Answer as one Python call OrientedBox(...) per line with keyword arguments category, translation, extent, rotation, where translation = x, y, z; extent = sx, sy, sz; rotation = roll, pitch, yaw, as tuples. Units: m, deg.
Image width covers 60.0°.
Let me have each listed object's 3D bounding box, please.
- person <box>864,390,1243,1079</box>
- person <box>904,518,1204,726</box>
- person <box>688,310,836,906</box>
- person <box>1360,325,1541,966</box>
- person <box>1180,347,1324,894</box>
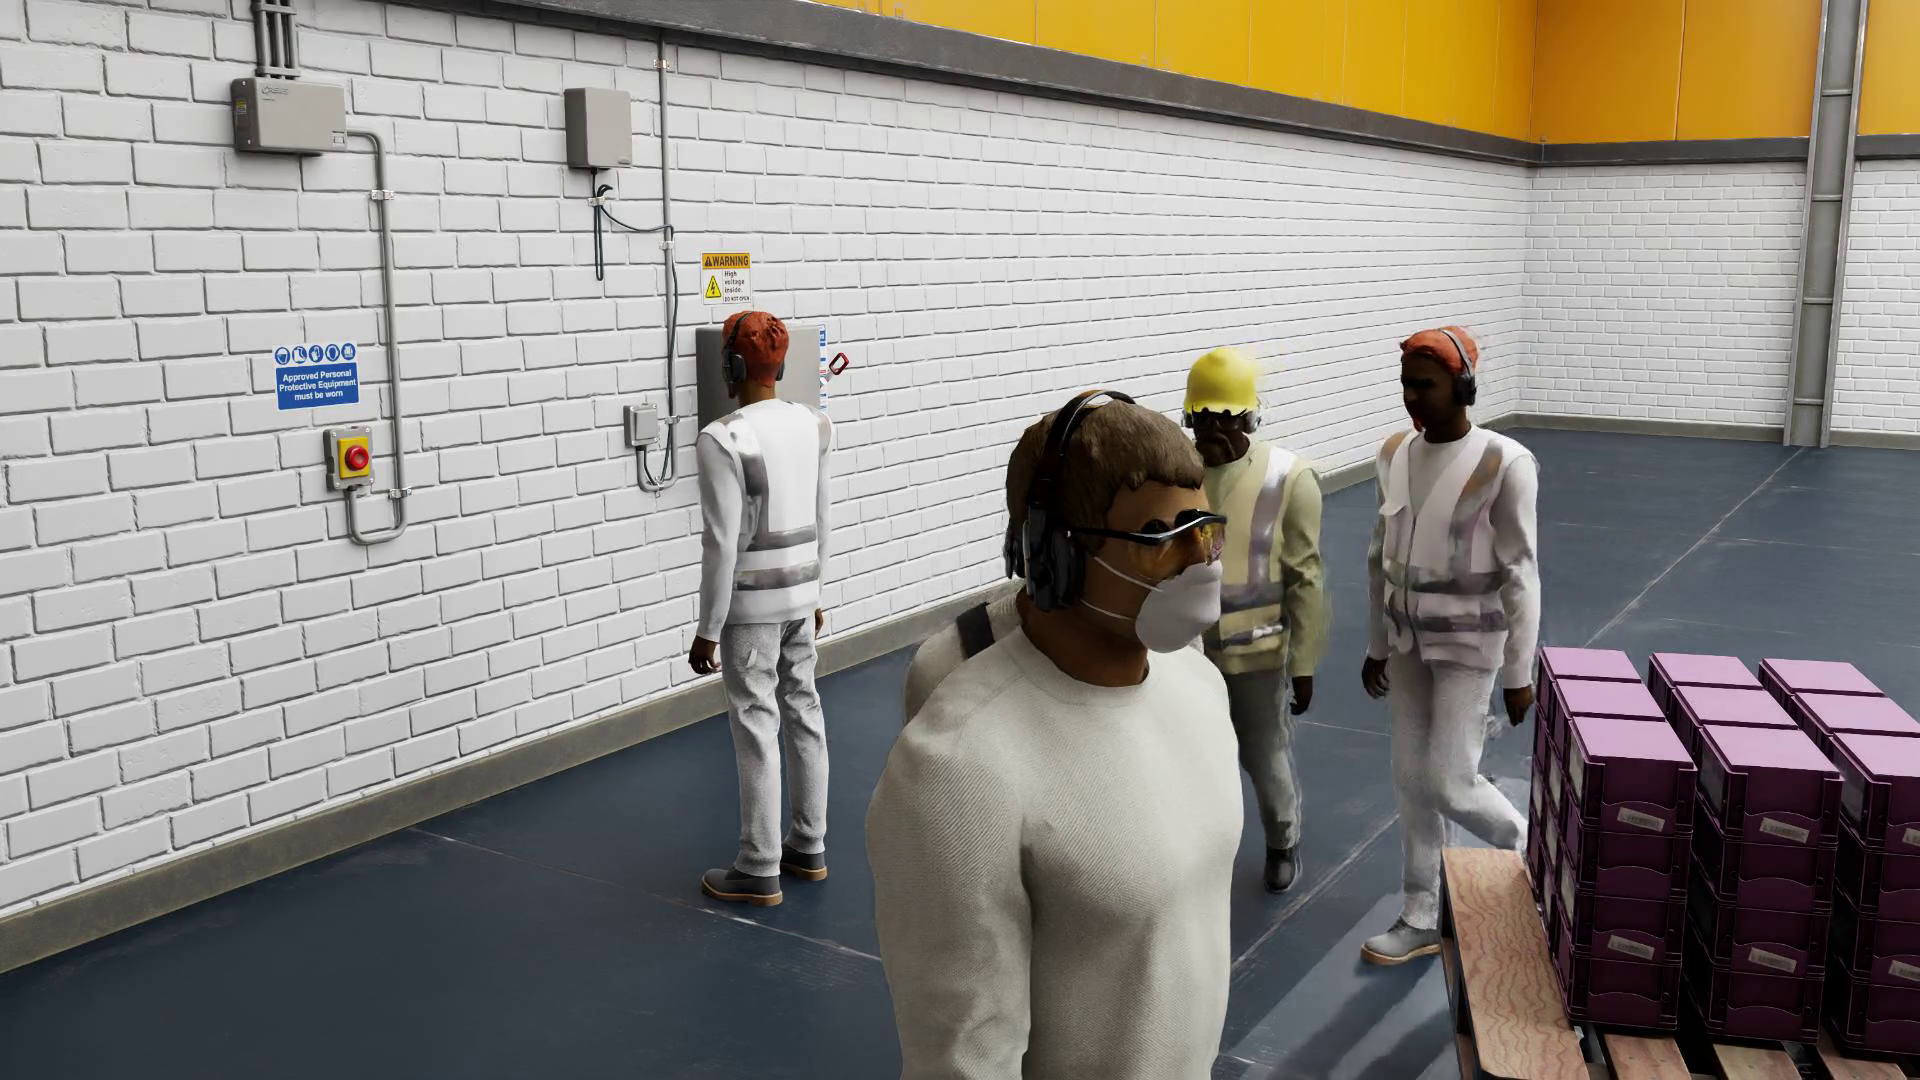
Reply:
OrientedBox(category="person", translation=(0.153, 0.792, 1.965), extent=(0.372, 1.940, 0.631), rotation=(6, 12, 31))
OrientedBox(category="person", translation=(0.160, 0.705, 2.768), extent=(0.549, 1.825, 0.523), rotation=(-3, 11, -16))
OrientedBox(category="person", translation=(-0.629, 0.220, 5.289), extent=(0.355, 1.883, 0.574), rotation=(7, 12, 34))
OrientedBox(category="person", translation=(1.455, 0.310, 4.845), extent=(0.571, 1.868, 0.576), rotation=(-5, 12, -28))
OrientedBox(category="person", translation=(0.852, 0.298, 5.143), extent=(0.611, 1.800, 0.805), rotation=(5, 12, 28))
